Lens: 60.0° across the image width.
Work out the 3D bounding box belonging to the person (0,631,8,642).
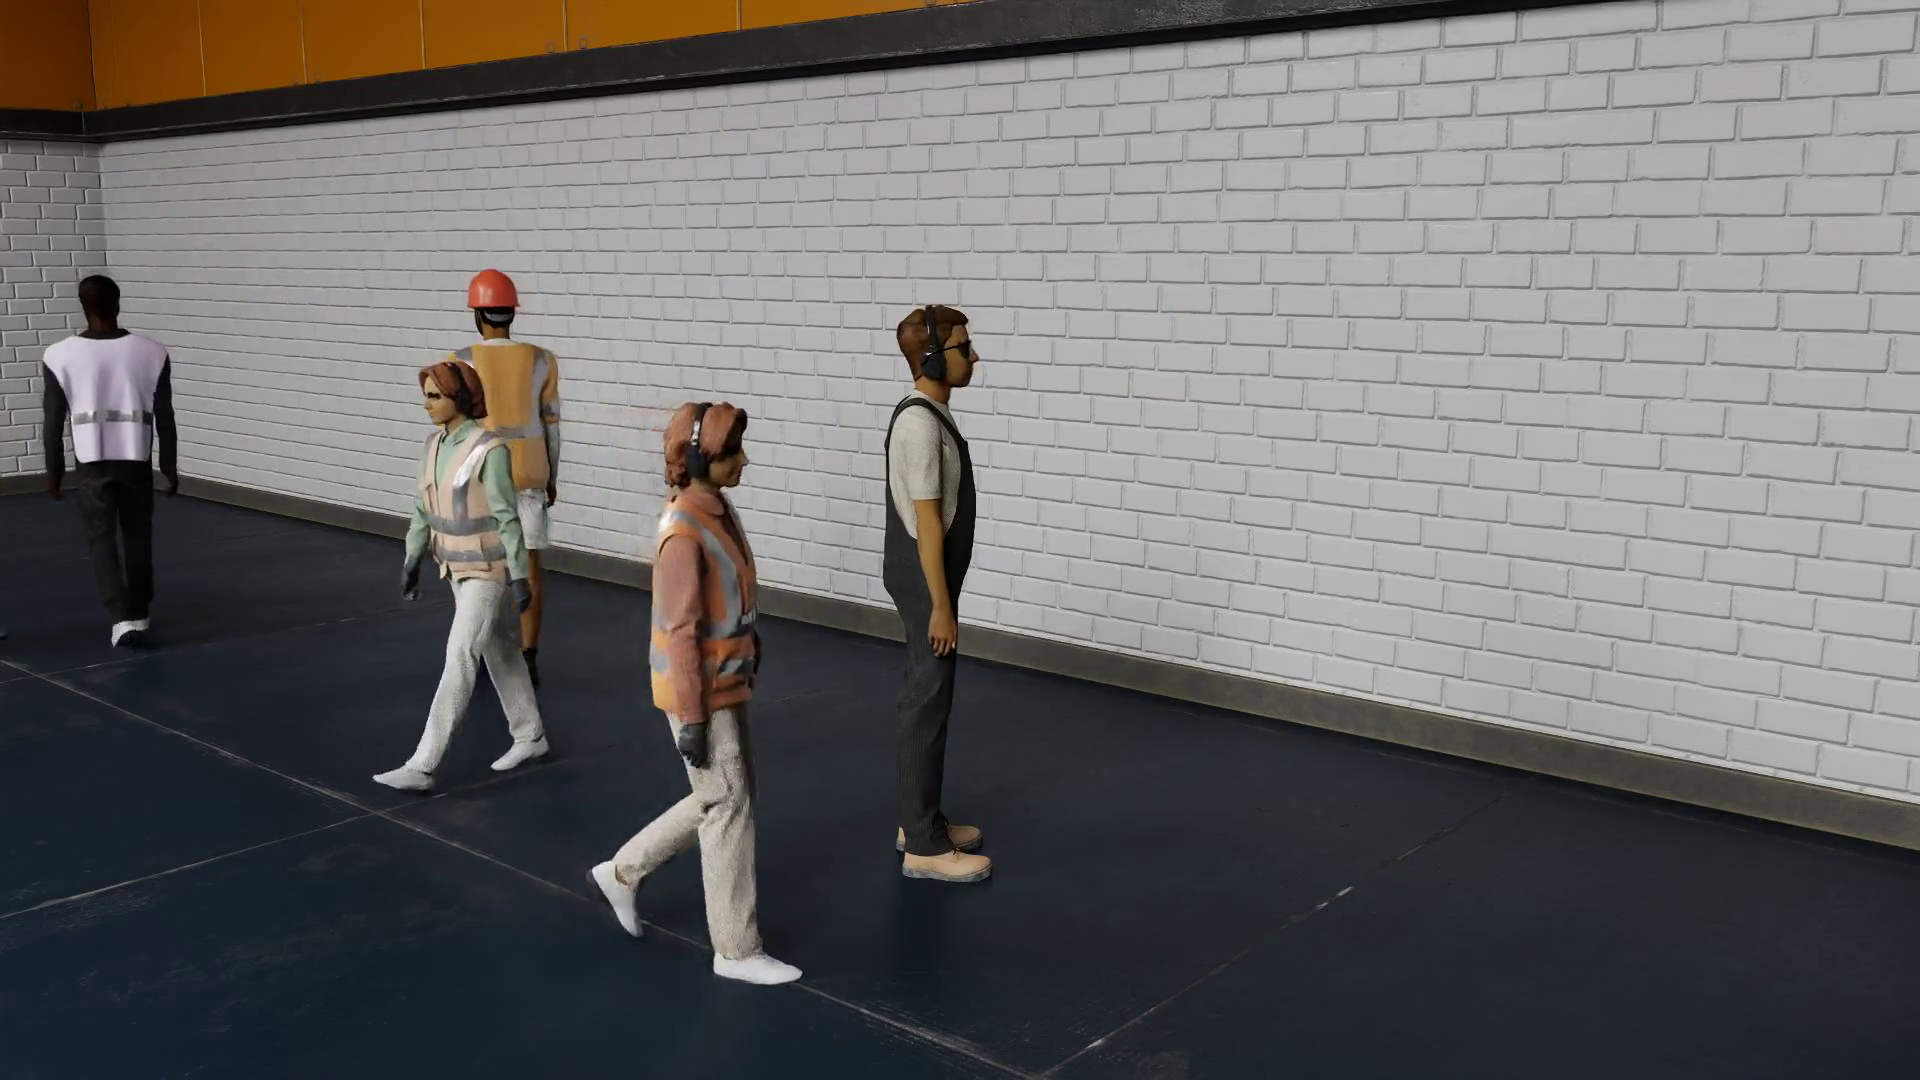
[{"bbox_3d":[-5.170,-0.224,8.000,0.893,1.696,0.533,-2,10,-12],"label":"person"}]

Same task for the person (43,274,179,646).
[{"bbox_3d":[-4.355,-0.412,8.554,0.605,1.894,0.806,-6,12,-33],"label":"person"}]

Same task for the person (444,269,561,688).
[{"bbox_3d":[-2.145,-0.295,7.796,0.545,1.912,0.786,-4,11,-24],"label":"person"}]

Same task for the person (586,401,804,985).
[{"bbox_3d":[-0.740,0.424,4.551,0.550,1.621,0.527,0,10,2],"label":"person"}]

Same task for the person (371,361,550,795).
[{"bbox_3d":[-1.897,0.140,6.219,0.832,1.594,0.540,-10,14,-44],"label":"person"}]

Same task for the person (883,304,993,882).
[{"bbox_3d":[-0.076,0.169,5.375,0.345,1.847,0.507,-1,10,-4],"label":"person"}]
